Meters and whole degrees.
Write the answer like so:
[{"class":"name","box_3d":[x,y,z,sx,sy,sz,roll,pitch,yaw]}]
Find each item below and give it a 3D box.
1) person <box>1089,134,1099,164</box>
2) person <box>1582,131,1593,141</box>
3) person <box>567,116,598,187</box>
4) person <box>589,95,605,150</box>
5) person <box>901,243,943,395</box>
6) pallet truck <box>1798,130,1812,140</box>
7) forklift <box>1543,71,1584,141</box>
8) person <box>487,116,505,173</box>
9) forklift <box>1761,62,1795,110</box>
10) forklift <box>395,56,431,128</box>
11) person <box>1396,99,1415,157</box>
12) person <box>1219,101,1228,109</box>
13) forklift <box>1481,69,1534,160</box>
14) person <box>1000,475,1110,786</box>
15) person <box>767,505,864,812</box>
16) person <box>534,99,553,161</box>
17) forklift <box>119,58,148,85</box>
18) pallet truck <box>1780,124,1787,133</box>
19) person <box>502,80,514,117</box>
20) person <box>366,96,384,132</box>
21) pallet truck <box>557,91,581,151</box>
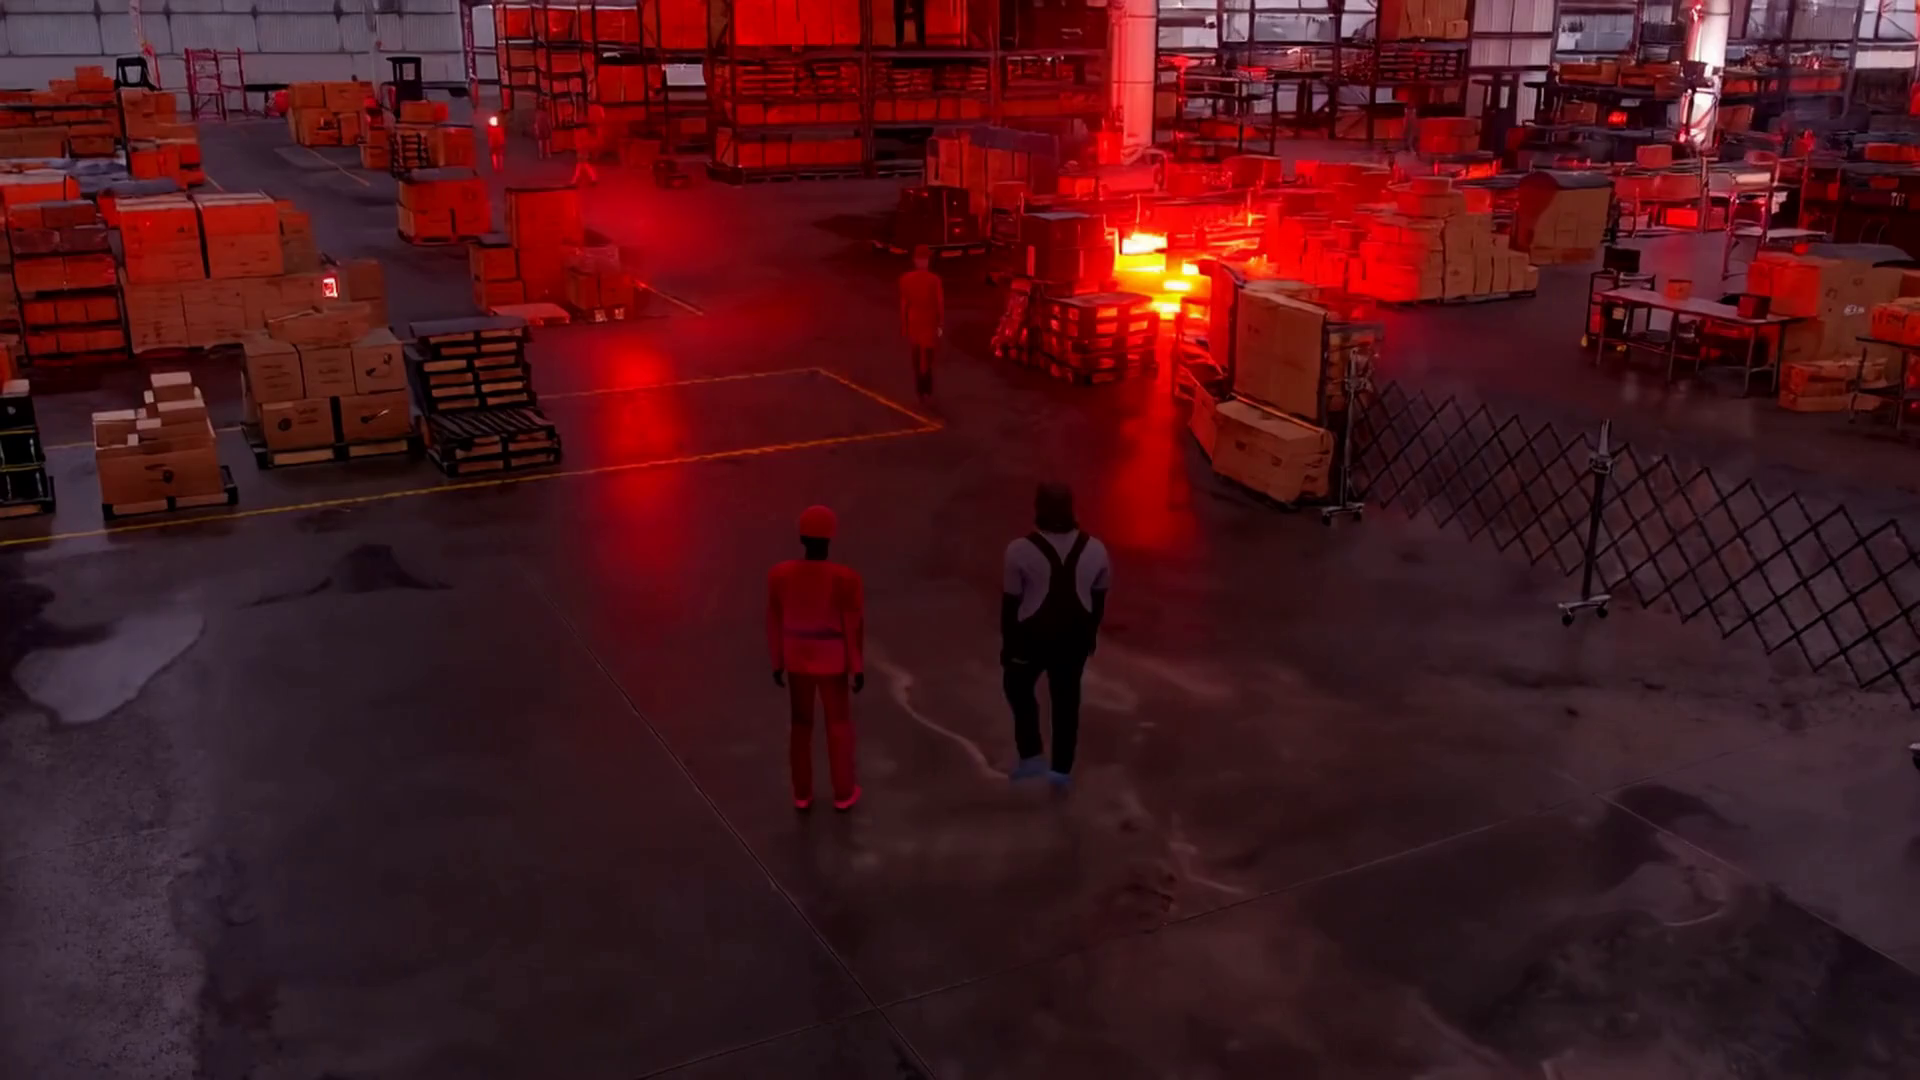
[{"class":"person","box_3d":[3.410,-9.340,41.858,0.317,1.697,0.540,1,18,4]},{"class":"person","box_3d":[18.422,-11.677,49.188,0.742,1.667,0.547,3,18,10]},{"class":"person","box_3d":[-10.435,-10.719,45.870,1.018,1.890,0.542,-15,23,-38]},{"class":"person","box_3d":[-12.181,-13.969,55.907,0.629,1.937,0.379,12,21,33]},{"class":"person","box_3d":[-0.485,-2.769,21.008,0.543,1.925,0.511,3,18,9]},{"class":"pallet truck","box_3d":[25.526,-11.556,49.408,1.630,1.274,0.653,-9,20,-26]},{"class":"forklift","box_3d":[18.685,-13.231,52.085,1.873,2.768,1.129,-9,20,-26]},{"class":"person","box_3d":[-13.693,-11.681,49.187,0.538,1.681,0.562,-8,20,-24]},{"class":"forklift","box_3d":[29.681,-15.962,60.596,1.873,2.768,1.129,-14,23,-38]},{"class":"forklift","box_3d":[-22.359,-18.242,67.707,1.129,2.768,1.873,-9,20,-26]},{"class":"person","box_3d":[14.706,-13.531,54.638,0.456,1.879,0.698,-1,18,-5]},{"class":"person","box_3d":[9.472,-15.233,60.380,0.515,1.604,0.806,-13,22,-34]},{"class":"forklift","box_3d":[17.628,-13.806,53.876,1.873,2.768,1.129,-9,20,-26]},{"class":"person","box_3d":[0.567,0.564,10.428,0.700,2.000,0.538,-5,18,-15]},{"class":"person","box_3d":[-0.865,0.724,10.113,0.590,1.926,0.388,3,18,10]},{"class":"person","box_3d":[-13.416,-13.222,53.583,0.613,1.942,0.885,-10,20,-28]},{"class":"forklift","box_3d":[-32.353,-17.503,65.400,1.129,2.768,1.873,-9,20,-26]},{"class":"pallet truck","box_3d":[25.206,-12.542,52.601,1.601,1.201,0.680,0,18,-2]},{"class":"person","box_3d":[-18.245,-17.483,66.855,1.030,1.954,0.602,-8,19,-23]},{"class":"person","box_3d":[-19.462,-13.814,55.460,0.391,1.913,0.587,15,23,40]},{"class":"pallet truck","box_3d":[-13.495,-14.412,57.188,0.823,1.965,1.885,-3,18,-9]}]
